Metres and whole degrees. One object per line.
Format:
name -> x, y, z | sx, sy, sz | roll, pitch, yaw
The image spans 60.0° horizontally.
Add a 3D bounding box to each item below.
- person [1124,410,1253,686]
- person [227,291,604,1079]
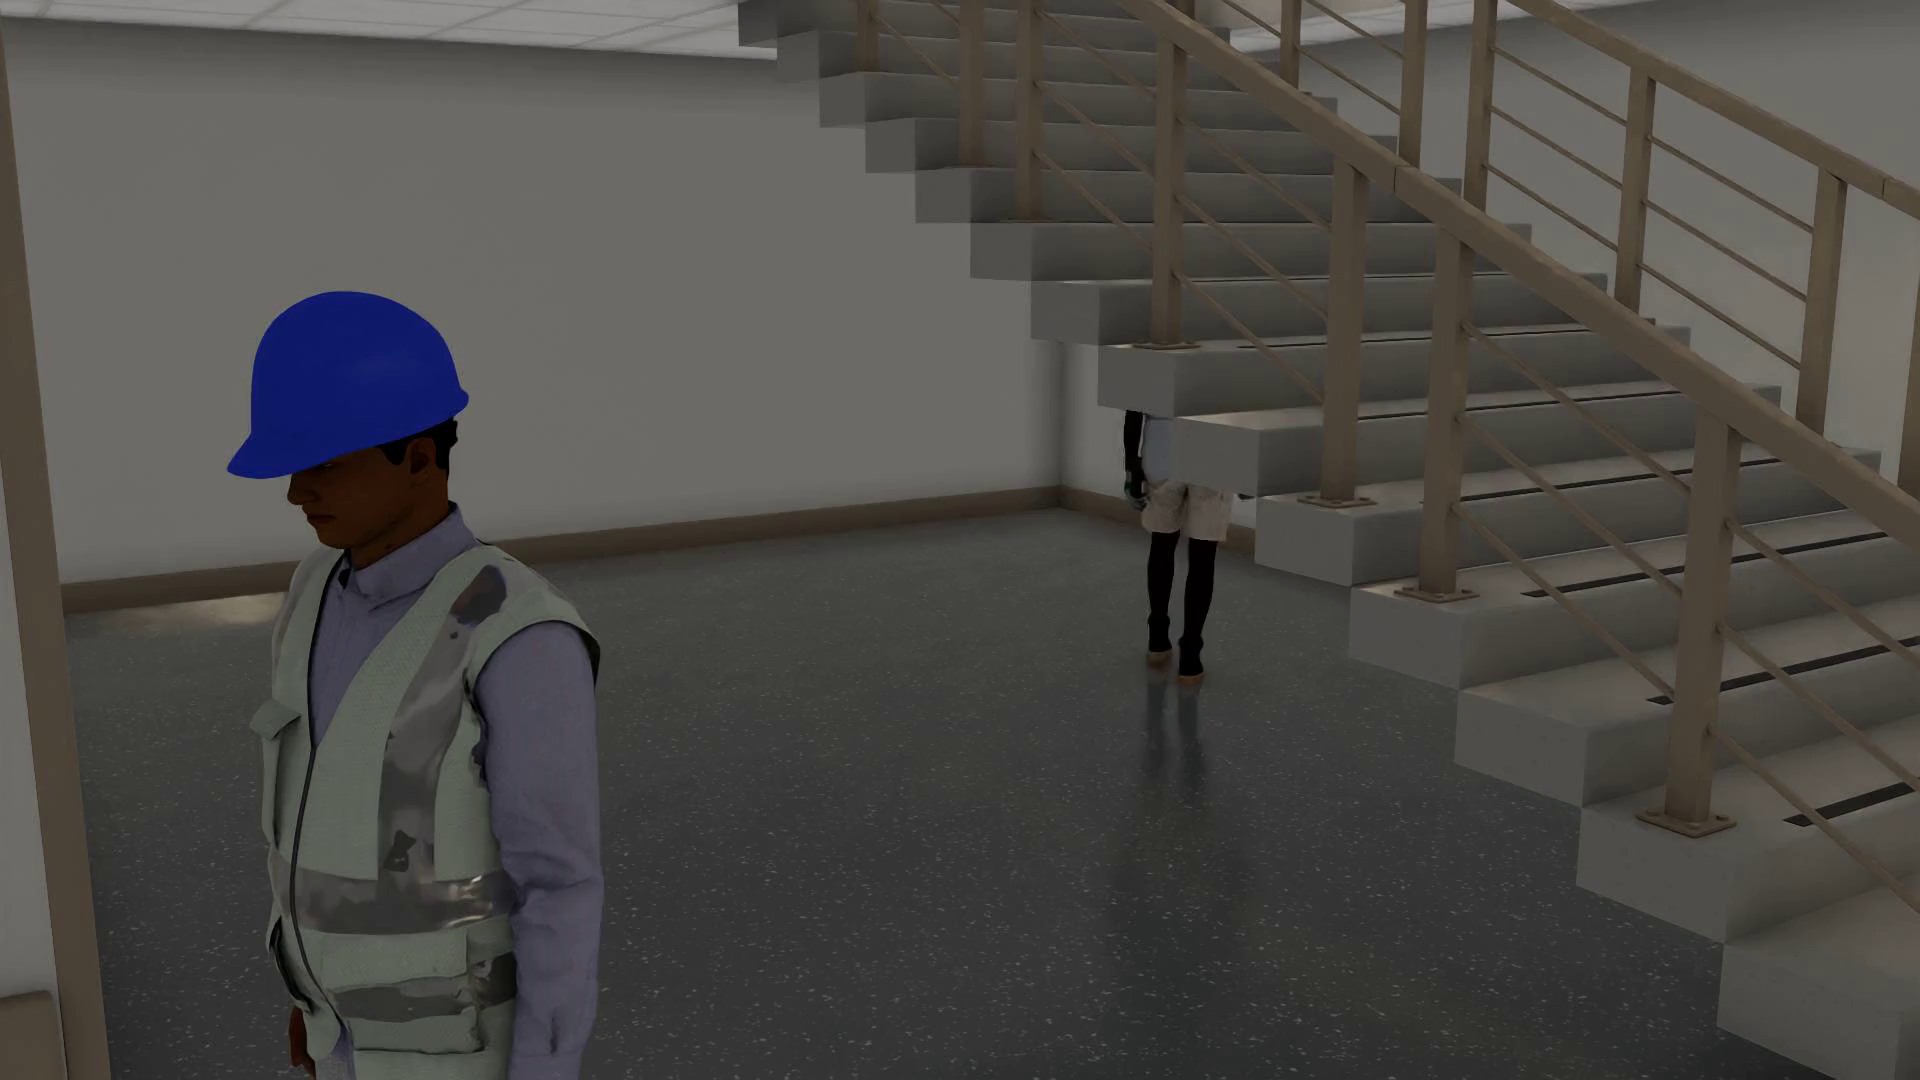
person -> 1.046, -0.358, 7.448 | 0.602, 1.943, 0.728 | 3, 11, 16
person -> -0.724, 0.642, 2.240 | 0.604, 1.939, 0.401 | 9, 14, 38
